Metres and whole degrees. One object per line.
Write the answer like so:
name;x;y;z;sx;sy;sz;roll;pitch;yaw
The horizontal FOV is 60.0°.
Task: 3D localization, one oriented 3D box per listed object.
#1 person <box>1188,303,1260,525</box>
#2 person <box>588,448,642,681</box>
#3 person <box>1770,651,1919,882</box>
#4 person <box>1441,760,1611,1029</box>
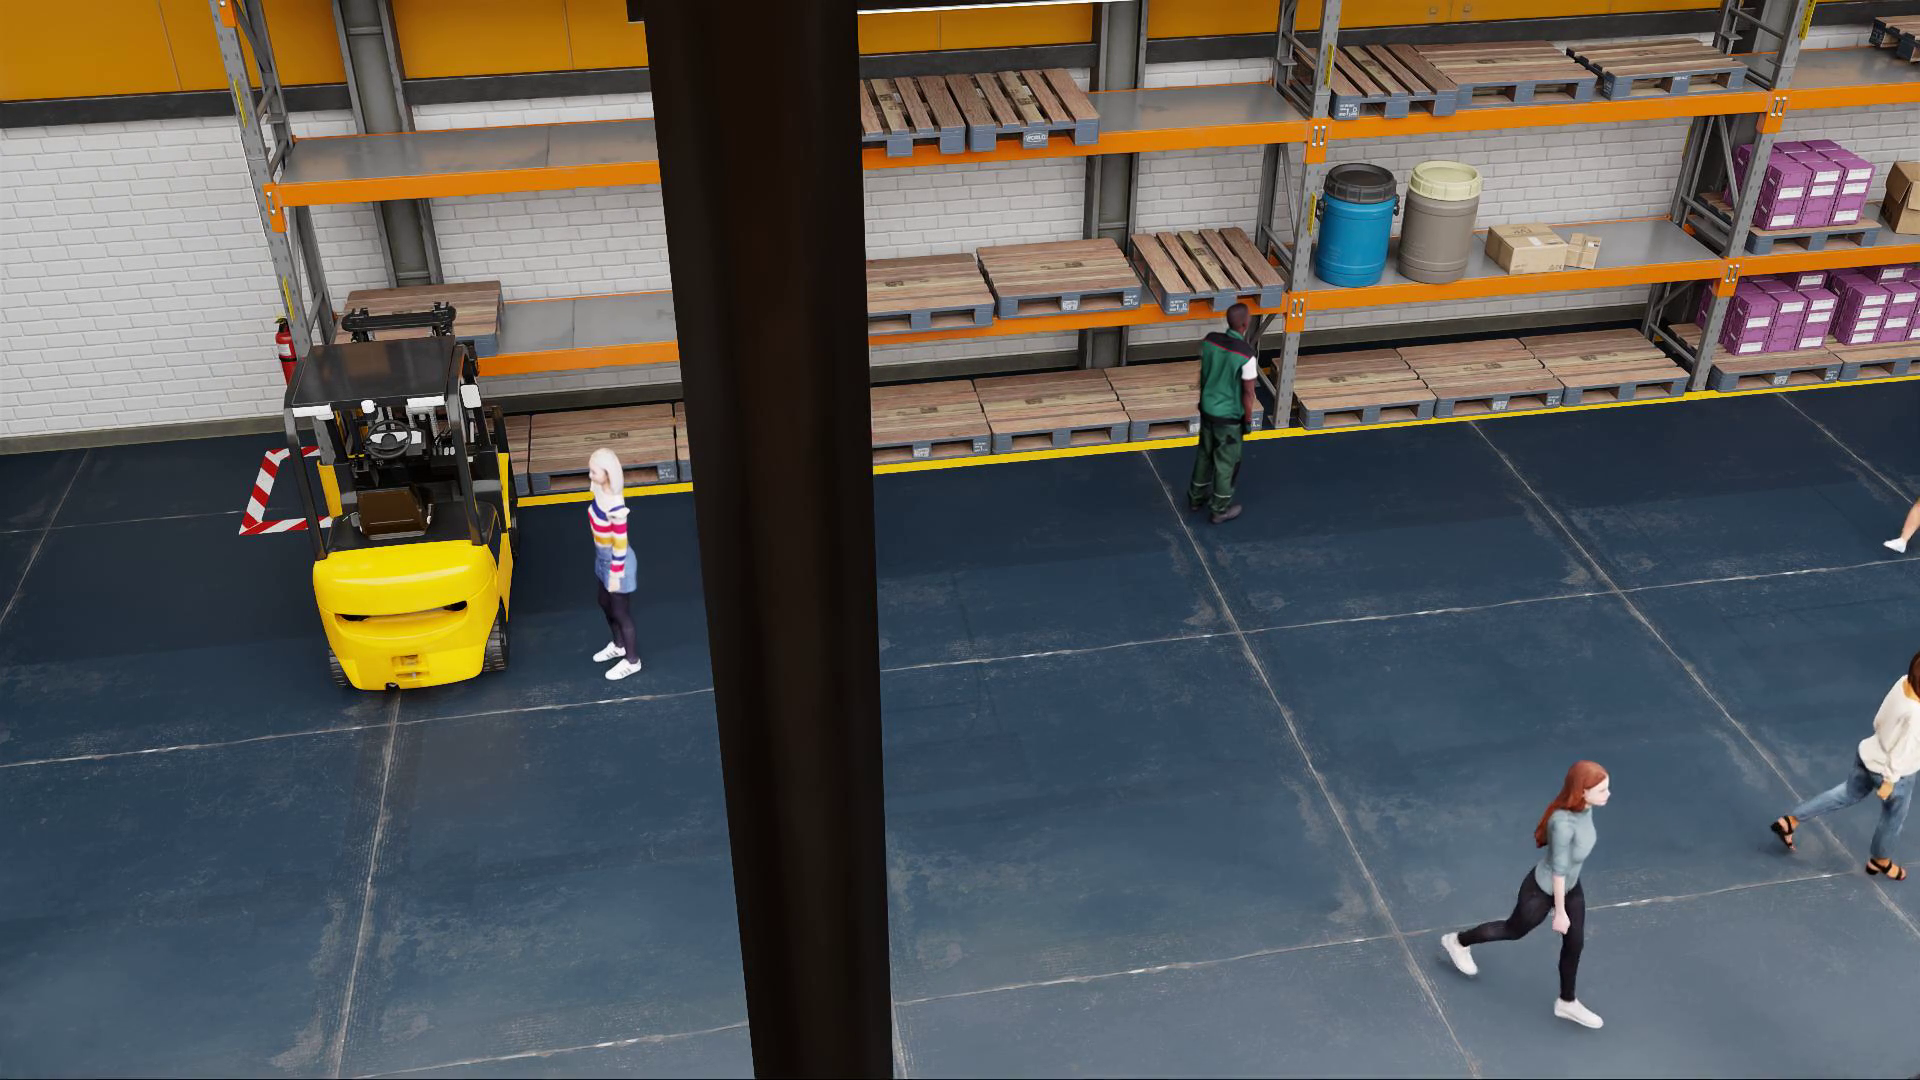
person;2.067;-1.002;13.073;0.791;1.831;0.787;-24;41;-32
person;-2.325;0.136;11.382;0.704;1.807;0.743;-17;37;-24
person;5.338;1.302;9.766;1.129;1.655;0.905;8;34;12
person;3.075;1.854;8.890;1.113;1.704;1.132;26;42;34
